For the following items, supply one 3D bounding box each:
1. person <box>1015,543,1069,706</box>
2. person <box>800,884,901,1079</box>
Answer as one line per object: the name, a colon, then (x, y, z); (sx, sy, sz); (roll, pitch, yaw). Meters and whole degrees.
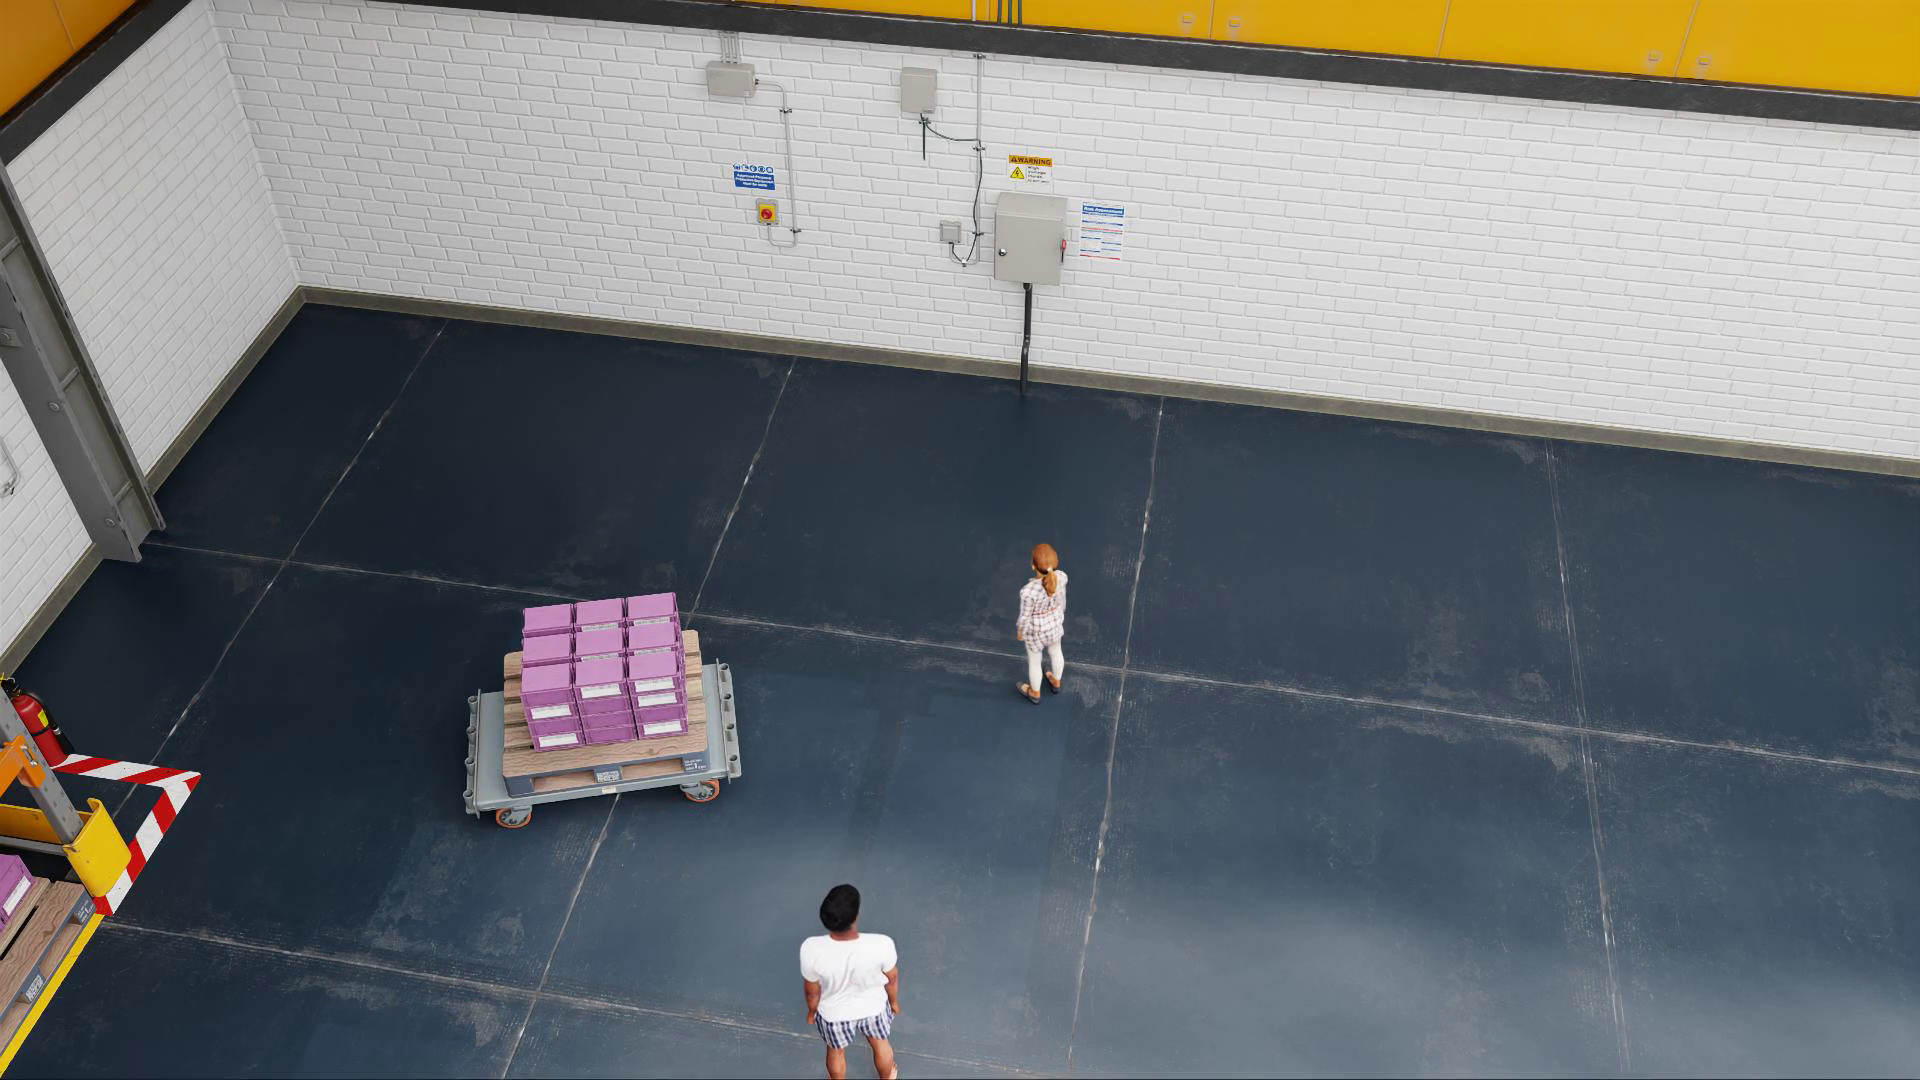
person: (0.526, 0.526, 10.518); (0.610, 1.311, 0.662); (-23, 48, -23)
person: (-0.542, 2.321, 8.328); (0.676, 1.732, 0.620); (-4, 44, -4)
